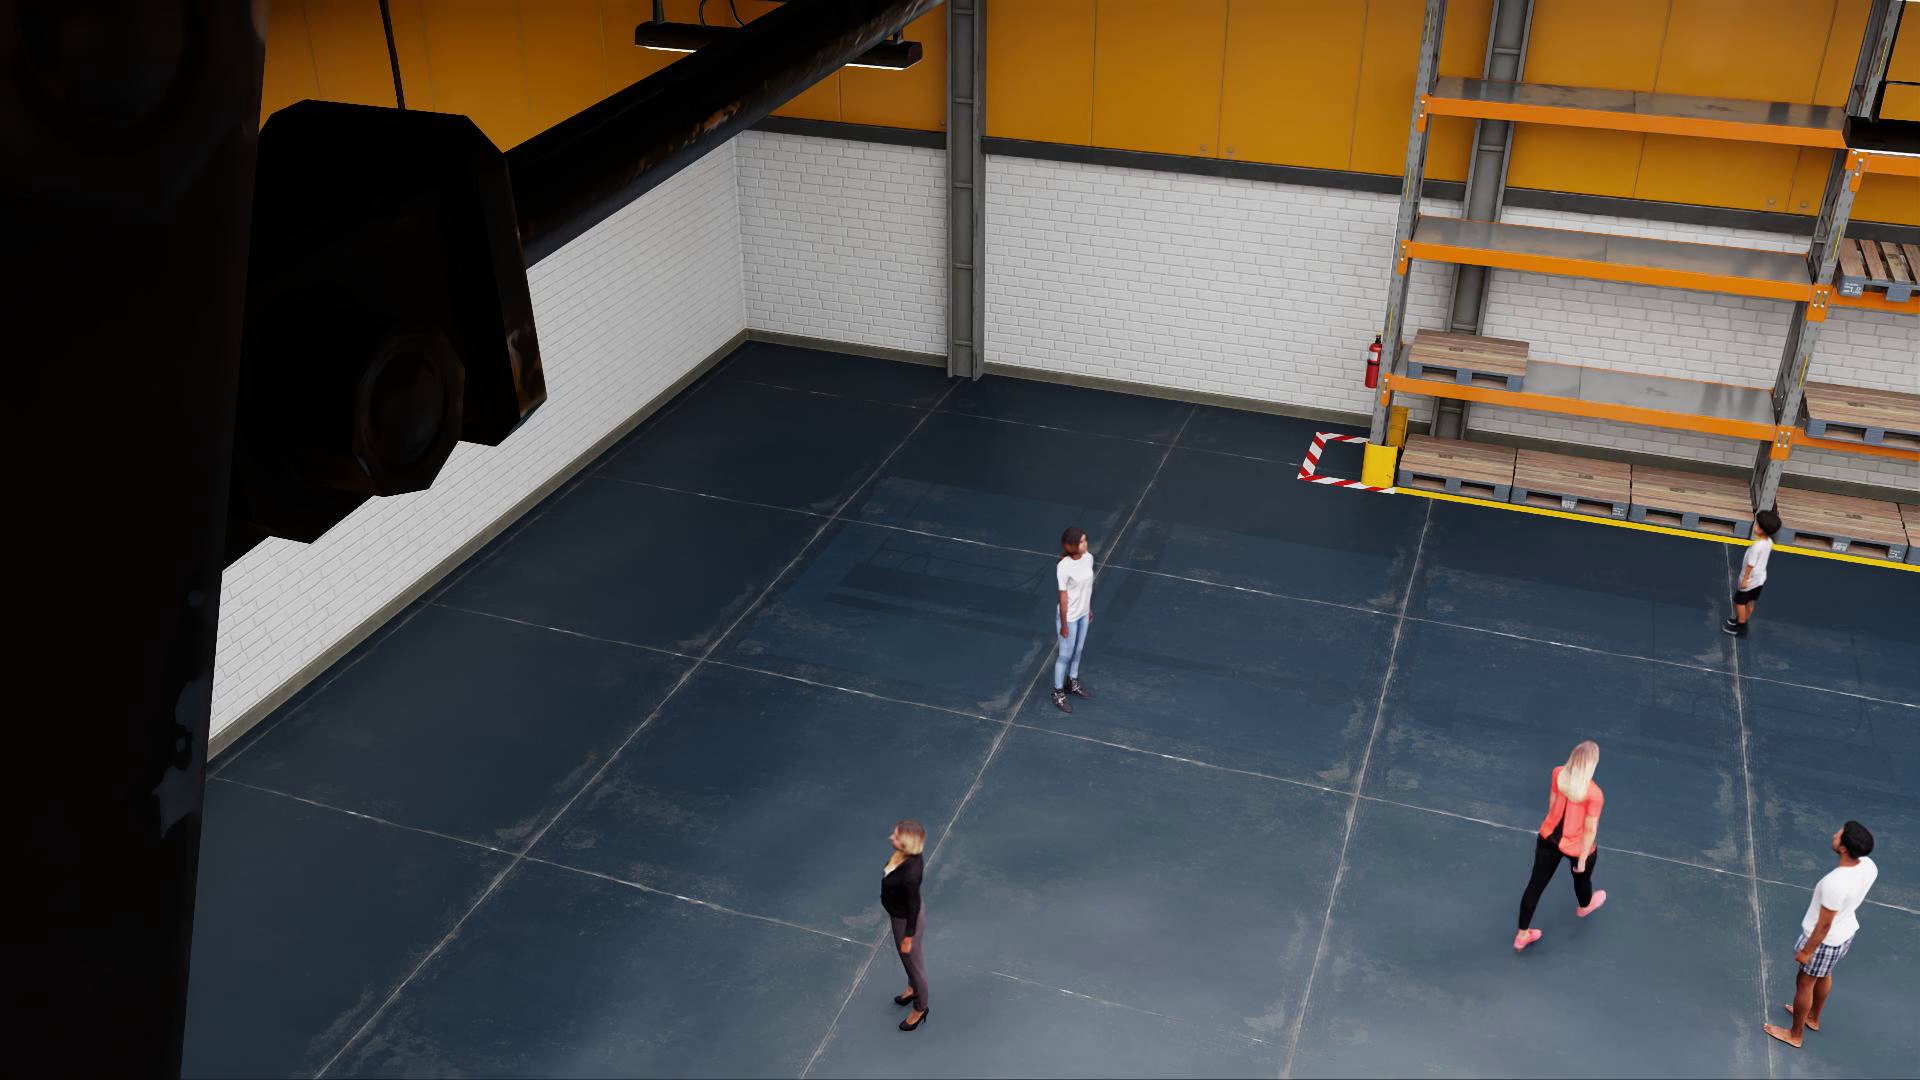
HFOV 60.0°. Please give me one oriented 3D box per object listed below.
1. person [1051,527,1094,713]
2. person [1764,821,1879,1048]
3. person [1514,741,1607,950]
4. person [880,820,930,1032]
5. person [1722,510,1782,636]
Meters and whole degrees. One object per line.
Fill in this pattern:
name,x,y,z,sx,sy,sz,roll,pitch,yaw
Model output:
person,0.979,0.660,14.424,0.637,1.719,0.650,22,36,35
person,5.685,2.577,10.894,0.711,1.734,0.720,-19,34,-31
person,4.195,2.188,11.703,1.089,1.642,1.134,-18,33,-30
person,-0.329,2.536,11.033,0.665,1.672,0.671,-3,29,-5
person,7.426,0.319,15.530,0.579,1.258,0.603,-24,37,-37
